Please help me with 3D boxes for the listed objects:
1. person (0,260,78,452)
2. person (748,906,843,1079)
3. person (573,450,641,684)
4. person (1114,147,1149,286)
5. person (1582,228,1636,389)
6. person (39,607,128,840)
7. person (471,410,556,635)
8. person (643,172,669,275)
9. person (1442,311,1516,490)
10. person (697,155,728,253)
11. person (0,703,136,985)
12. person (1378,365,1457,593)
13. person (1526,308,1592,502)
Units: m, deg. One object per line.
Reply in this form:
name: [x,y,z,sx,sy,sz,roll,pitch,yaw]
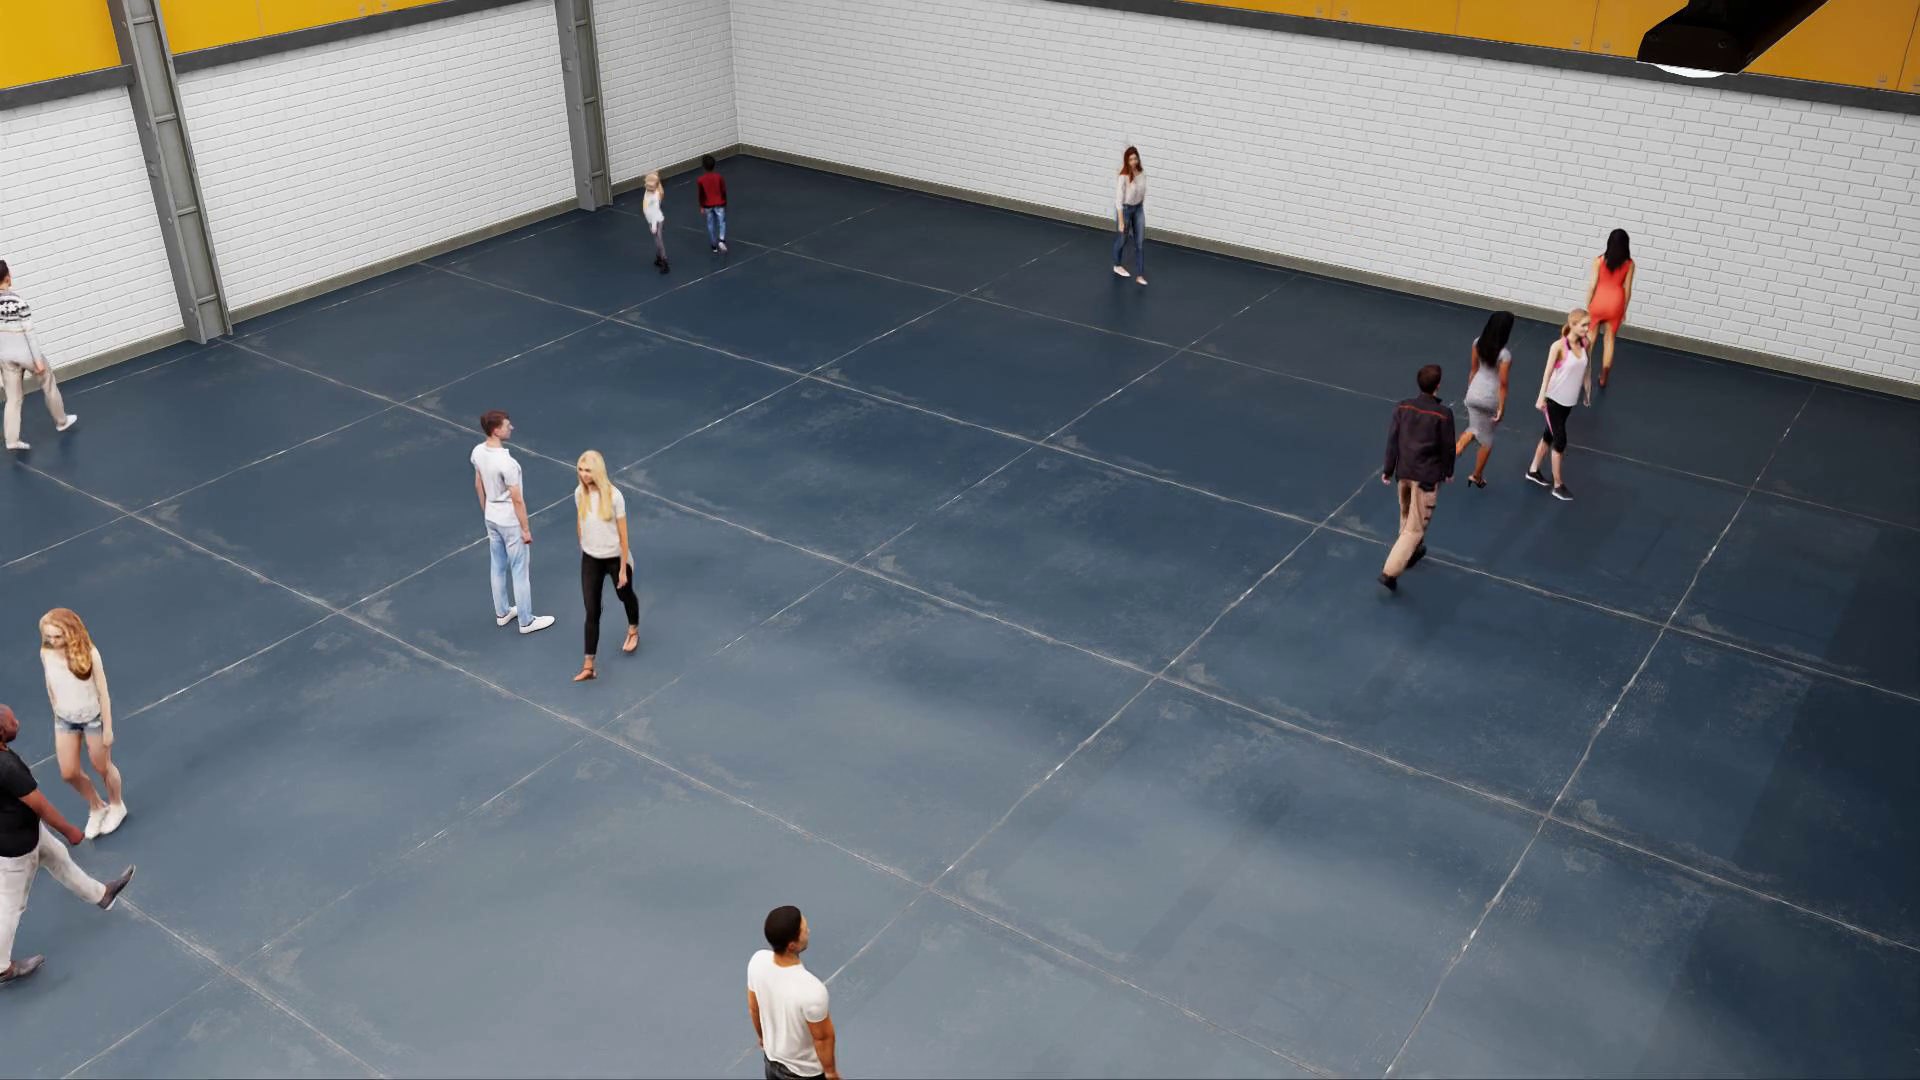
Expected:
person: [-9.059,-1.728,15.917,1.089,1.839,1.276,2,29,3]
person: [-0.816,2.537,8.140,0.636,1.800,0.528,20,34,32]
person: [-2.619,0.129,12.579,0.930,1.775,1.225,5,29,9]
person: [2.037,-3.963,20.183,1.046,1.678,1.003,-15,32,-26]
person: [6.714,-2.409,17.291,0.661,1.719,0.657,6,29,10]
person: [-5.609,1.129,10.786,0.726,1.737,0.768,3,29,5]
person: [-3.556,-0.149,13.009,0.656,1.852,0.553,20,35,33]
person: [-3.770,-3.966,20.630,0.687,1.255,0.710,-5,29,-9]
person: [4.680,-1.211,15.049,0.923,1.763,0.756,-19,34,-30]
person: [-3.133,-4.262,21.186,0.626,1.243,0.687,-5,29,-9]
person: [-5.507,1.797,9.550,0.720,1.749,1.234,20,34,32]
person: [3.696,-0.477,13.567,0.785,1.893,1.223,23,36,36]
person: [5.424,-1.300,15.210,0.954,1.766,0.935,-13,31,-22]
